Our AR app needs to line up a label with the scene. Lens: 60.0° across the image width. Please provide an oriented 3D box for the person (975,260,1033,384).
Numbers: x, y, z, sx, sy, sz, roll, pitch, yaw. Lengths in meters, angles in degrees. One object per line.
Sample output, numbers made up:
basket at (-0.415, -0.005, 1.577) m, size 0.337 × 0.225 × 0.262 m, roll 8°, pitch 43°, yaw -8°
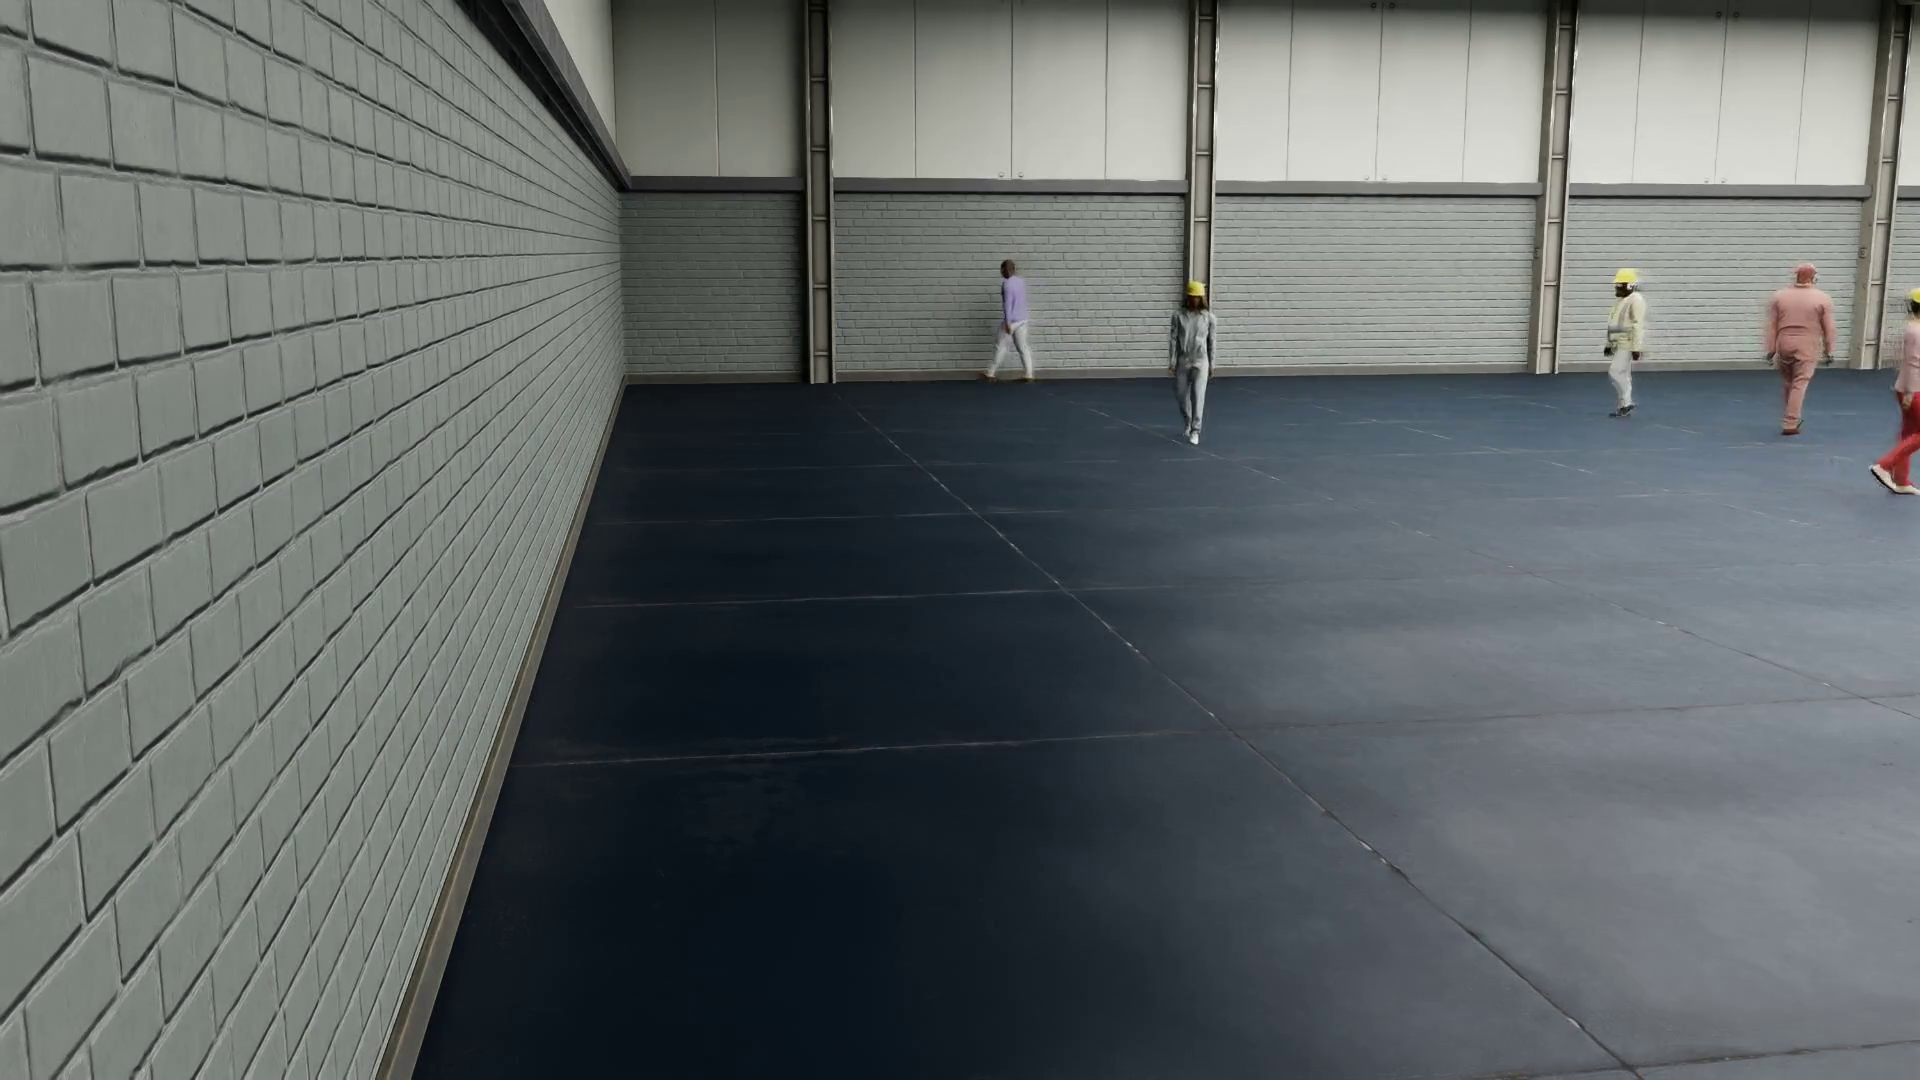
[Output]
person at (0.722, -3.326, 25.407) m, size 0.832 × 1.898 × 0.646 m, roll 6°, pitch 12°, yaw 31°

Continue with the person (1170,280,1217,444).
person at (2.488, -1.903, 17.694) m, size 0.486 × 1.720 × 0.651 m, roll 3°, pitch 10°, yaw 17°

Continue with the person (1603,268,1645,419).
person at (7.998, -2.359, 20.084) m, size 0.437 × 1.818 × 0.610 m, roll 0°, pitch 10°, yaw 3°

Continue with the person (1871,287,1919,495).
person at (7.894, -1.227, 13.742) m, size 0.397 × 1.754 × 0.527 m, roll 4°, pitch 11°, yaw 24°

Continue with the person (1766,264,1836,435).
person at (9.406, -2.118, 18.506) m, size 0.910 × 1.868 × 0.674 m, roll -8°, pitch 13°, yaw -40°
